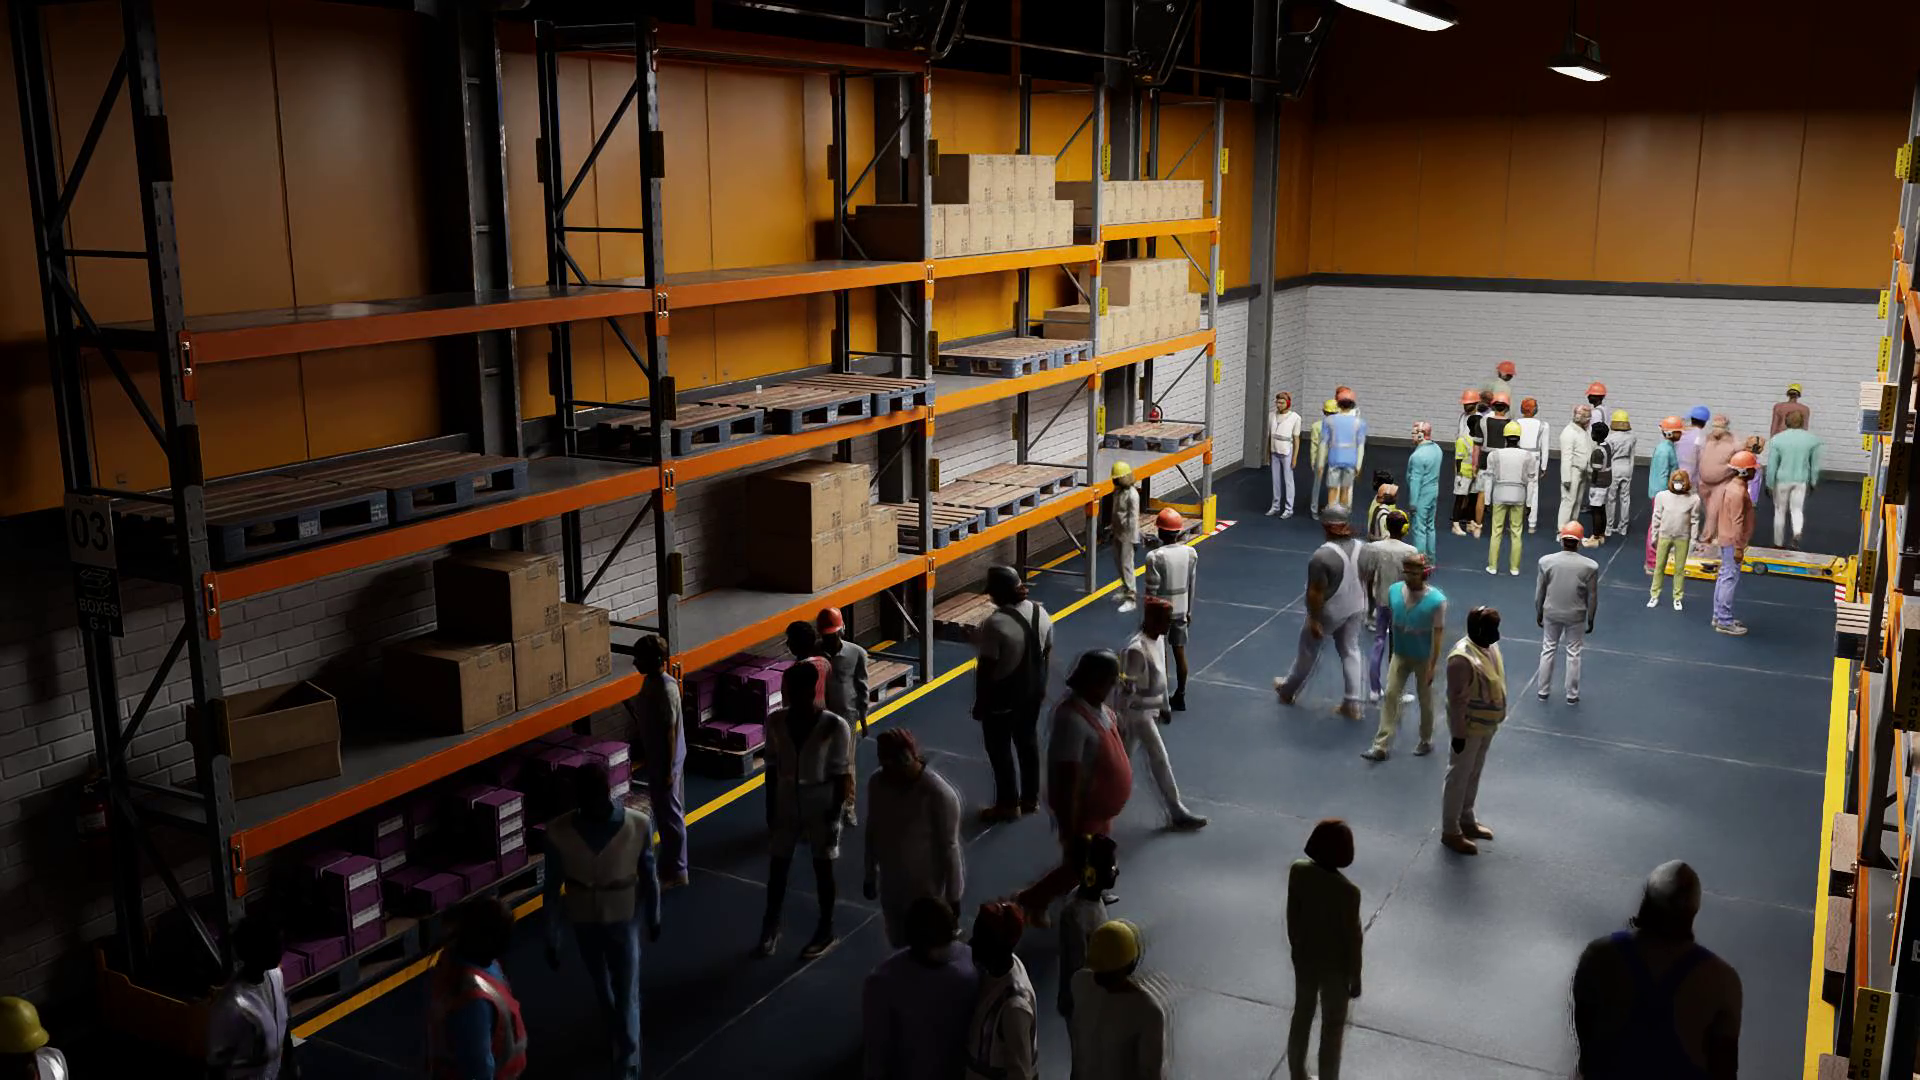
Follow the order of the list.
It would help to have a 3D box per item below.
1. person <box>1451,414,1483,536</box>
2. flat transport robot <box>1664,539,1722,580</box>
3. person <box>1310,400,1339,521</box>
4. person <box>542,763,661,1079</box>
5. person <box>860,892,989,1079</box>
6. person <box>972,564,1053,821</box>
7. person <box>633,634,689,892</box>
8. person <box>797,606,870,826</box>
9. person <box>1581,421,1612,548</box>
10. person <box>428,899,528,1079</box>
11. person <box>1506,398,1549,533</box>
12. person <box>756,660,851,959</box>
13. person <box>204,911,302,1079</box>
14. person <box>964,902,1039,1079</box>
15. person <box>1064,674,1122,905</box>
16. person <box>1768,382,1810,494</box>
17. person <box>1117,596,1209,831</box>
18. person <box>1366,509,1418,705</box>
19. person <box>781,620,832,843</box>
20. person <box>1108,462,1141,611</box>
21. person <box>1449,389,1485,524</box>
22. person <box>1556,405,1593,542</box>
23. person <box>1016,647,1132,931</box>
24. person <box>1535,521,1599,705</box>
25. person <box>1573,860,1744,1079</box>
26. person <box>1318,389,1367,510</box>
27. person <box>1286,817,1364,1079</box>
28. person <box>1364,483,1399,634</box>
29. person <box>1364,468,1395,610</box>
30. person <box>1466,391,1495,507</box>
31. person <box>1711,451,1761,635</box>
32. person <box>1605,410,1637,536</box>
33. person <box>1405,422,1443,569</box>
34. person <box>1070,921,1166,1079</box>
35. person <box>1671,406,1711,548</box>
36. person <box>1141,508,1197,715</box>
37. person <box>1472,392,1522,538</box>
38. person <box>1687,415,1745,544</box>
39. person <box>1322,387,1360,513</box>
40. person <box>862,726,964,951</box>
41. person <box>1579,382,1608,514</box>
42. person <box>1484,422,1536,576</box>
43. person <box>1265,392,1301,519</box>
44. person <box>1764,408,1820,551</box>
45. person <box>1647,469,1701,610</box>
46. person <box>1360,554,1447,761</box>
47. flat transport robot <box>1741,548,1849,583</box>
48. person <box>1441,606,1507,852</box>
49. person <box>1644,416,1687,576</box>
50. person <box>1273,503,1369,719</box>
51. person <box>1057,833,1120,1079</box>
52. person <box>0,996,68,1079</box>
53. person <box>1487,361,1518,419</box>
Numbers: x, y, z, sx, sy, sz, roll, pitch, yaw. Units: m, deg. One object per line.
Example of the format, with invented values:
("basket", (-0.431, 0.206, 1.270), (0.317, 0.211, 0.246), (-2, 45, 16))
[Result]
("person", (7.027, -0.901, 22.935), (0.533, 1.694, 0.320), (-6, 14, -27))
("flat transport robot", (9.352, 0.234, 21.059), (0.652, 0.197, 1.431), (8, 15, 33))
("person", (5.278, -1.144, 23.871), (0.527, 1.762, 0.340), (-1, 13, -6))
("person", (-1.948, 2.116, 9.020), (0.609, 1.861, 1.023), (-1, 13, -4))
("person", (-0.122, 2.459, 7.364), (0.630, 1.943, 0.387), (-6, 14, -24))
("person", (0.385, 1.152, 12.950), (0.537, 2.000, 0.760), (11, 17, 42))
("person", (-2.101, 1.546, 11.663), (0.341, 1.839, 0.501), (-7, 14, -28))
("person", (-0.977, 1.347, 12.725), (0.573, 1.749, 0.343), (-1, 13, -3))
("person", (8.524, -0.738, 22.207), (0.320, 1.694, 0.533), (9, 15, 34))
("person", (-2.259, 2.479, 7.534), (0.693, 1.813, 0.674), (-5, 13, -20))
("person", (7.848, -1.031, 23.081), (0.581, 1.882, 0.339), (3, 13, 14))
("person", (-0.999, 1.720, 10.611), (0.618, 1.950, 0.484), (3, 13, 15))
("person", (-3.251, 2.517, 7.657), (0.512, 1.663, 0.560), (-1, 13, -2))
("person", (0.165, 2.479, 7.362), (0.352, 1.884, 0.579), (-2, 13, -10))
("person", (0.937, 1.631, 11.453), (0.350, 1.759, 0.523), (-6, 14, -26))
("person", (12.828, -1.562, 25.752), (0.529, 1.755, 0.343), (8, 15, 30))
("person", (1.383, 1.306, 12.763), (1.048, 1.840, 0.592), (5, 13, 20))
("person", (4.084, 0.629, 15.695), (0.517, 1.865, 0.327), (9, 15, 35))
("person", (-1.161, 1.428, 12.486), (0.320, 1.699, 0.531), (7, 14, 28))
("person", (1.916, -0.072, 19.156), (0.513, 1.717, 0.688), (-5, 13, -21))
("person", (7.238, -1.191, 23.692), (0.387, 1.930, 0.544), (-5, 14, -21))
("person", (8.299, -0.882, 22.398), (0.399, 1.897, 0.652), (11, 17, 41))
("person", (0.777, 1.644, 10.749), (0.663, 2.000, 0.710), (4, 13, 19))
("person", (5.723, 0.682, 15.718), (0.566, 1.745, 0.349), (7, 15, 30))
("person", (3.165, 2.356, 7.562), (0.709, 2.000, 0.976), (8, 15, 31))
("person", (5.291, -1.075, 23.013), (0.628, 2.010, 0.713), (3, 13, 13))
("person", (1.951, 2.262, 8.900), (0.266, 1.632, 0.505), (-8, 15, -33))
("person", (4.609, 0.191, 18.168), (0.311, 1.636, 0.523), (1, 13, 5))
("person", (4.747, 0.028, 18.760), (0.317, 1.695, 0.540), (0, 13, 1))
("person", (7.592, -1.292, 24.413), (0.454, 1.818, 0.638), (-7, 14, -27))
("person", (8.450, 0.020, 18.118), (0.375, 1.997, 0.611), (4, 13, 17))
("person", (9.054, -0.926, 22.940), (0.484, 1.738, 0.321), (-4, 13, -16))
("person", (5.771, -0.537, 20.848), (0.395, 1.901, 0.644), (10, 16, 39))
("person", (0.650, 2.531, 7.487), (0.541, 1.723, 0.845), (9, 16, 36))
("person", (9.721, -0.837, 22.199), (0.963, 1.911, 0.617), (-9, 15, -34))
("person", (1.916, 0.657, 15.390), (0.548, 1.942, 0.347), (-7, 14, -28))
("person", (7.296, -1.010, 22.667), (0.613, 2.030, 0.409), (4, 13, 18))
("person", (9.891, -0.731, 21.807), (0.998, 1.856, 0.680), (-11, 17, -40))
("person", (5.560, -1.302, 24.317), (0.598, 1.880, 0.370), (-6, 14, -27))
("person", (-0.232, 1.960, 9.738), (0.676, 1.867, 0.754), (10, 16, 38))
("person", (9.264, -1.343, 24.356), (0.362, 1.935, 0.551), (7, 14, 29))
("person", (6.808, -0.508, 20.663), (0.589, 1.918, 0.395), (3, 13, 14))
("person", (4.687, -1.231, 24.084), (0.388, 1.838, 0.562), (-10, 16, -37))
("person", (10.864, -0.746, 21.709), (0.659, 1.922, 0.594), (2, 13, 8))
("person", (8.184, -0.008, 19.061), (0.499, 1.634, 0.285), (6, 14, 27))
("person", (3.795, 1.014, 14.093), (0.923, 1.797, 0.588), (-12, 17, -42))
("flat transport robot", (10.402, 0.296, 20.781), (1.431, 0.197, 0.652), (8, 15, 33))
("person", (3.833, 1.381, 12.377), (0.430, 1.843, 0.626), (11, 16, 39))
("person", (8.772, -0.560, 20.716), (0.379, 1.996, 0.609), (5, 14, 22))
("person", (3.397, 0.595, 15.445), (0.693, 2.000, 1.025), (-6, 14, -27))
("person", (0.642, 2.315, 8.121), (0.328, 1.876, 0.513), (2, 13, 9))
("person", (-3.740, 2.669, 6.654), (0.403, 1.825, 0.593), (4, 13, 19))
("person", (8.703, -1.923, 26.918), (0.644, 1.949, 0.636), (-2, 13, -9))
